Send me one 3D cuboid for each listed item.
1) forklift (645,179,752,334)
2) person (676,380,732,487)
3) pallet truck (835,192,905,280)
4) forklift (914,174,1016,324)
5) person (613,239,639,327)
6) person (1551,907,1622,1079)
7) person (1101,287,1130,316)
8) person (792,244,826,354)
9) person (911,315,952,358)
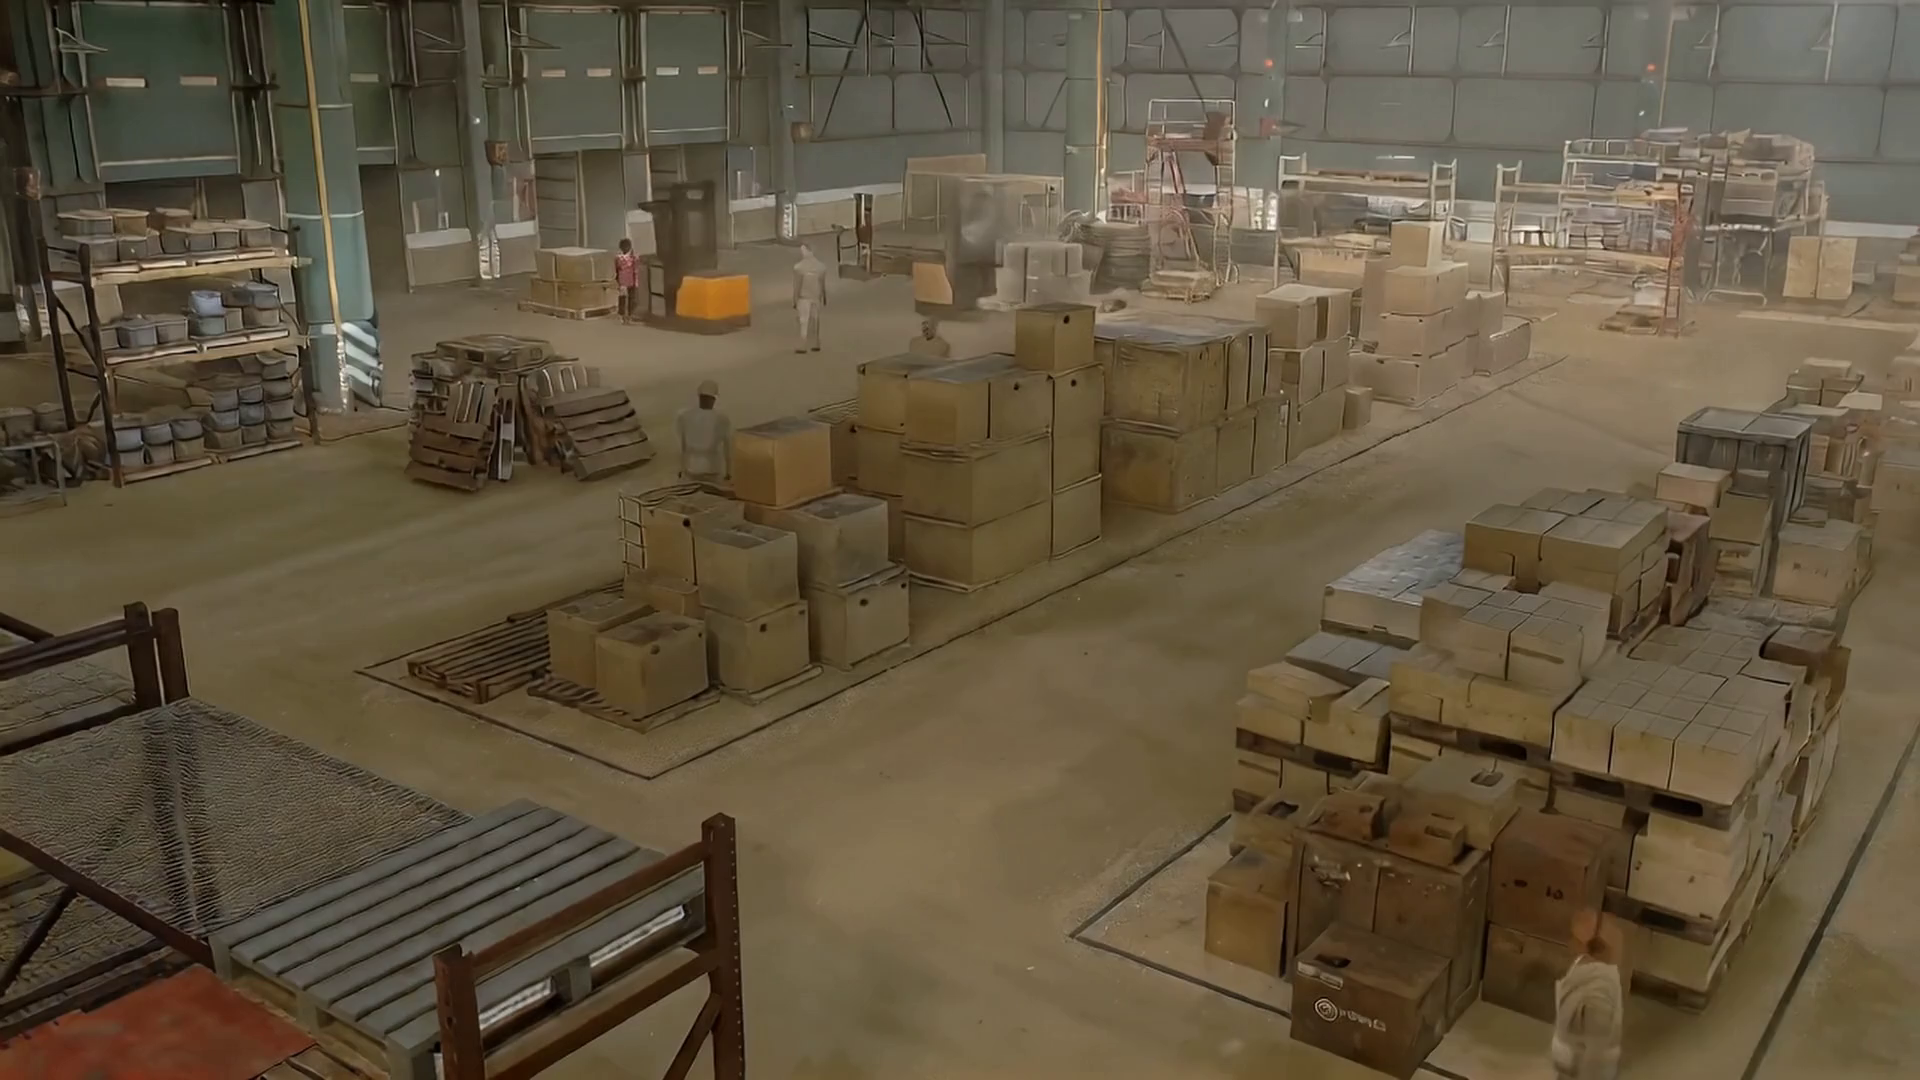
[{"bbox_3d":[-5.042,-5.468,31.880,1.873,2.768,1.129,12,21,35],"label":"forklift"},{"bbox_3d":[-2.769,-0.781,18.047,0.620,1.887,0.528,-2,17,-8],"label":"person"},{"bbox_3d":[-1.936,-7.159,38.982,1.885,1.965,0.823,-12,21,-34],"label":"pallet truck"},{"bbox_3d":[0.082,-5.854,33.158,1.873,2.768,1.129,14,22,39],"label":"forklift"},{"bbox_3d":[-6.496,-5.025,32.429,0.316,1.695,0.541,13,21,37],"label":"person"},{"bbox_3d":[2.893,2.456,7.774,0.377,1.626,0.526,6,18,21],"label":"person"},{"bbox_3d":[2.408,-2.810,24.756,0.559,1.889,0.976,12,20,34],"label":"person"},{"bbox_3d":[-2.683,-4.279,29.575,0.639,1.927,0.387,-10,19,-29],"label":"person"},{"bbox_3d":[-0.337,-2.093,22.365,0.639,1.919,0.770,10,20,30],"label":"person"}]
